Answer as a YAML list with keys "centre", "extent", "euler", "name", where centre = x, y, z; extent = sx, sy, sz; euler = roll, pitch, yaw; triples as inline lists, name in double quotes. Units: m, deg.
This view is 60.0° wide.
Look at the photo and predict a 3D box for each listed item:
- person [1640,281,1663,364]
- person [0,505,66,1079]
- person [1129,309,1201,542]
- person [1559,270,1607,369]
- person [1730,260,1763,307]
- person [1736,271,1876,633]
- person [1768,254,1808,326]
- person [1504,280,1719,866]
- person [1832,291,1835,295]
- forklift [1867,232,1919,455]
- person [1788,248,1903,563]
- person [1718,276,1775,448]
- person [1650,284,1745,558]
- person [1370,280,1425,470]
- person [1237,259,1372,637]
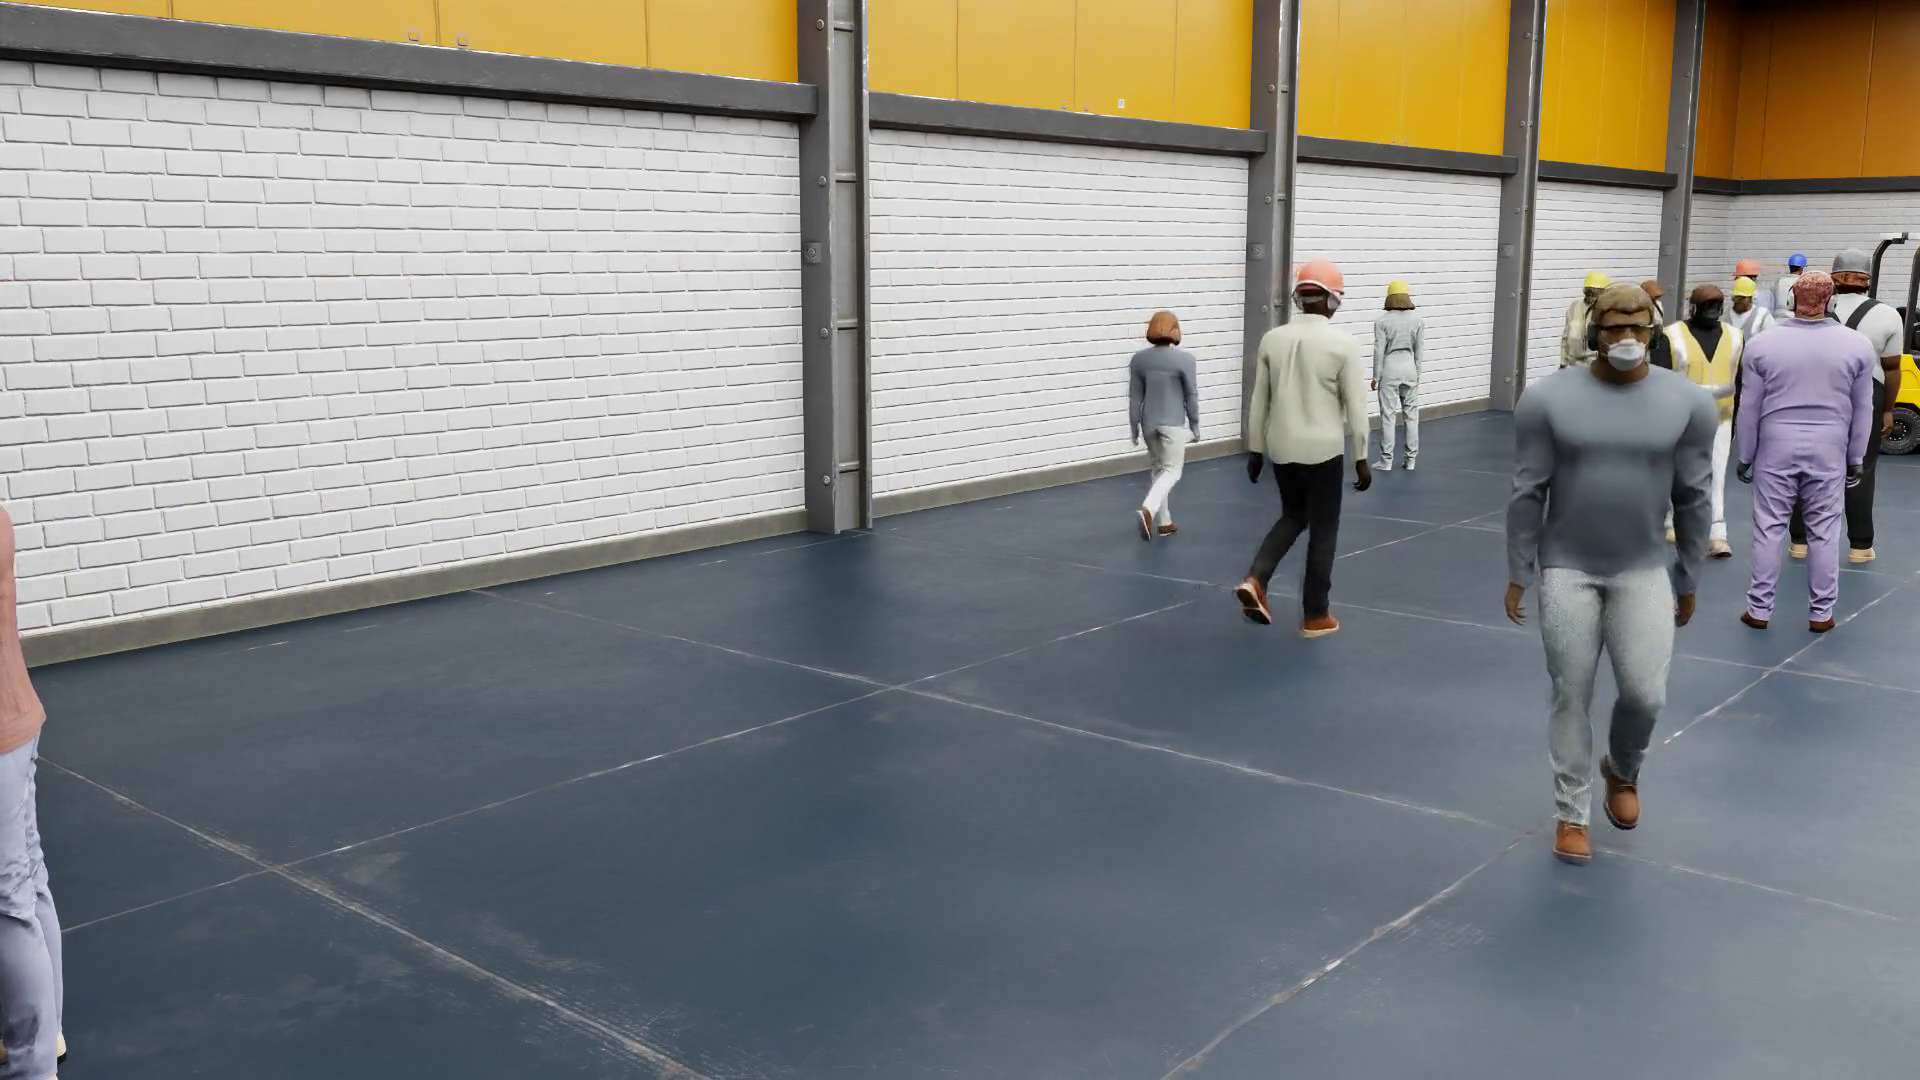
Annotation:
- centre: [8.469, -2.415, 20.730]
  extent: [0.629, 1.612, 0.528]
  euler: [8, 13, 38]
  name: "person"
- centre: [-2.303, 0.480, 3.860]
  extent: [0.313, 1.767, 0.523]
  euler: [-4, 11, -22]
  name: "person"
- centre: [1.375, -0.790, 11.517]
  extent: [0.500, 1.610, 0.715]
  euler: [7, 12, 36]
  name: "person"
- centre: [6.418, -1.836, 16.894]
  extent: [0.545, 1.812, 0.601]
  euler: [-9, 13, -41]
  name: "person"
- centre: [9.110, -2.296, 19.330]
  extent: [0.977, 1.890, 0.558]
  euler: [7, 12, 35]
  name: "person"
- centre: [4.445, -0.459, 8.801]
  extent: [0.643, 1.909, 0.410]
  euler: [4, 11, 21]
  name: "person"
- centre: [11.671, -3.036, 23.354]
  extent: [0.404, 1.945, 0.615]
  euler: [-9, 13, -40]
  name: "person"
- centre: [2.134, 0.109, 5.520]
  extent: [0.639, 1.927, 0.481]
  euler: [3, 11, 18]
  name: "person"
- centre: [9.697, -2.113, 18.909]
  extent: [0.843, 1.651, 0.553]
  euler: [-1, 10, -4]
  name: "person"
- centre: [9.955, -1.972, 16.595]
  extent: [2.313, 2.155, 1.214]
  euler: [1, 10, 8]
  name: "forklift"
- centre: [5.729, -0.882, 10.823]
  extent: [0.679, 2.000, 0.537]
  euler: [6, 12, 33]
  name: "person"
- centre: [7.794, -1.732, 16.500]
  extent: [0.595, 1.765, 0.963]
  euler: [9, 13, 41]
  name: "person"
- centre: [4.921, -0.811, 11.146]
  extent: [0.646, 1.791, 0.978]
  euler: [1, 10, 5]
  name: "person"
- centre: [3.992, -1.503, 15.235]
  extent: [0.485, 1.734, 0.321]
  euler: [-2, 10, -9]
  name: "person"
- centre: [1.792, -0.465, 8.646]
  extent: [0.561, 1.972, 0.644]
  euler: [-9, 14, -43]
  name: "person"
